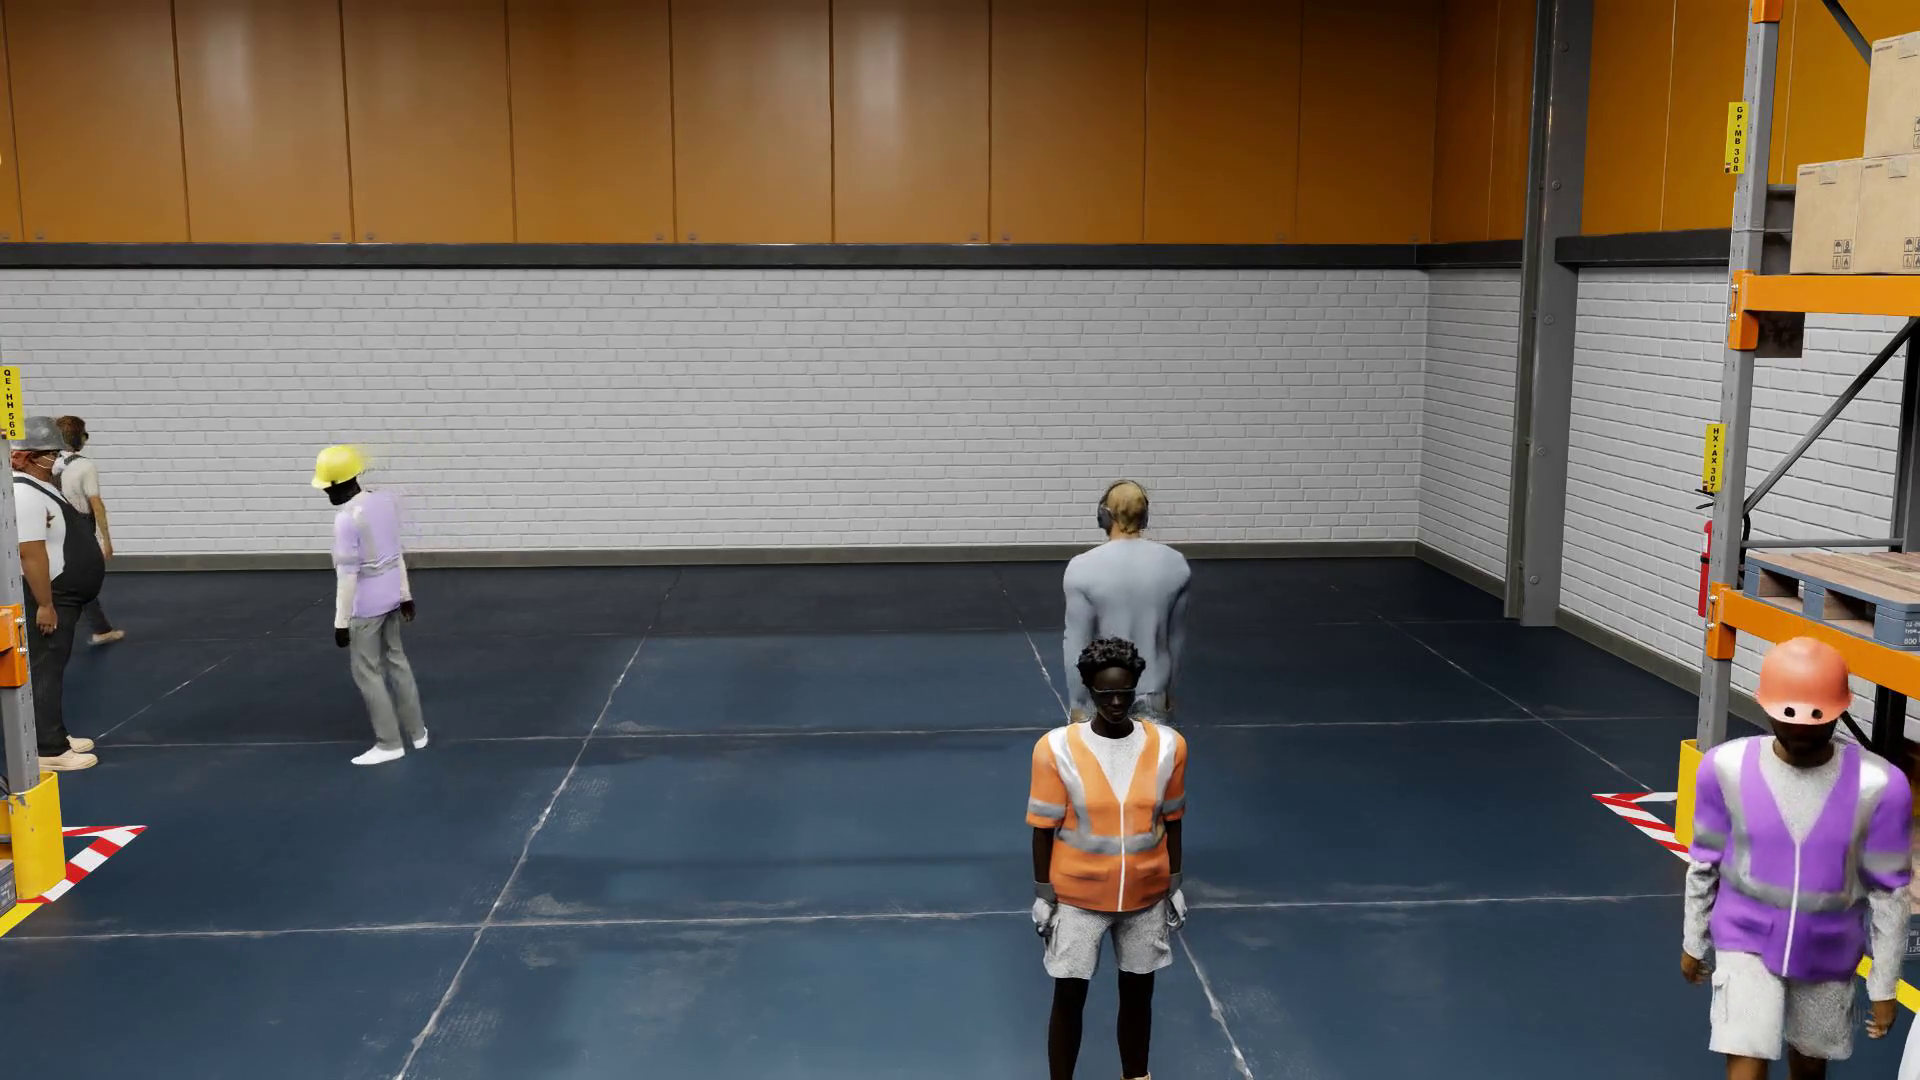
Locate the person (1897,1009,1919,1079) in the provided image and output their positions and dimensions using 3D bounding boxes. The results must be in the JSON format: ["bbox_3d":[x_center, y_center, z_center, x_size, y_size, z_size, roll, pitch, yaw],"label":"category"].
[{"bbox_3d":[1.754,1.409,2.847,0.367,1.966,0.606,5,10,28],"label":"person"}]

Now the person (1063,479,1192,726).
[{"bbox_3d":[0.736,0.685,7.527,0.625,1.924,0.456,-3,9,-16],"label":"person"}]

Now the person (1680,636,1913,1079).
[{"bbox_3d":[2.389,1.159,4.790,0.574,1.871,0.736,4,10,24],"label":"person"}]

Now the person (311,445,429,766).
[{"bbox_3d":[-3.411,0.364,9.693,0.464,1.876,0.746,1,9,6],"label":"person"}]

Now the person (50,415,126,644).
[{"bbox_3d":[-6.653,-0.027,12.417,0.524,1.808,0.950,3,9,17],"label":"person"}]

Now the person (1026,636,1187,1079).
[{"bbox_3d":[0.480,1.141,5.368,0.541,1.696,0.315,-2,9,-10],"label":"person"}]

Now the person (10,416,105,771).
[{"bbox_3d":[-5.230,0.295,9.605,0.539,2.000,0.689,-5,10,-28],"label":"person"}]
